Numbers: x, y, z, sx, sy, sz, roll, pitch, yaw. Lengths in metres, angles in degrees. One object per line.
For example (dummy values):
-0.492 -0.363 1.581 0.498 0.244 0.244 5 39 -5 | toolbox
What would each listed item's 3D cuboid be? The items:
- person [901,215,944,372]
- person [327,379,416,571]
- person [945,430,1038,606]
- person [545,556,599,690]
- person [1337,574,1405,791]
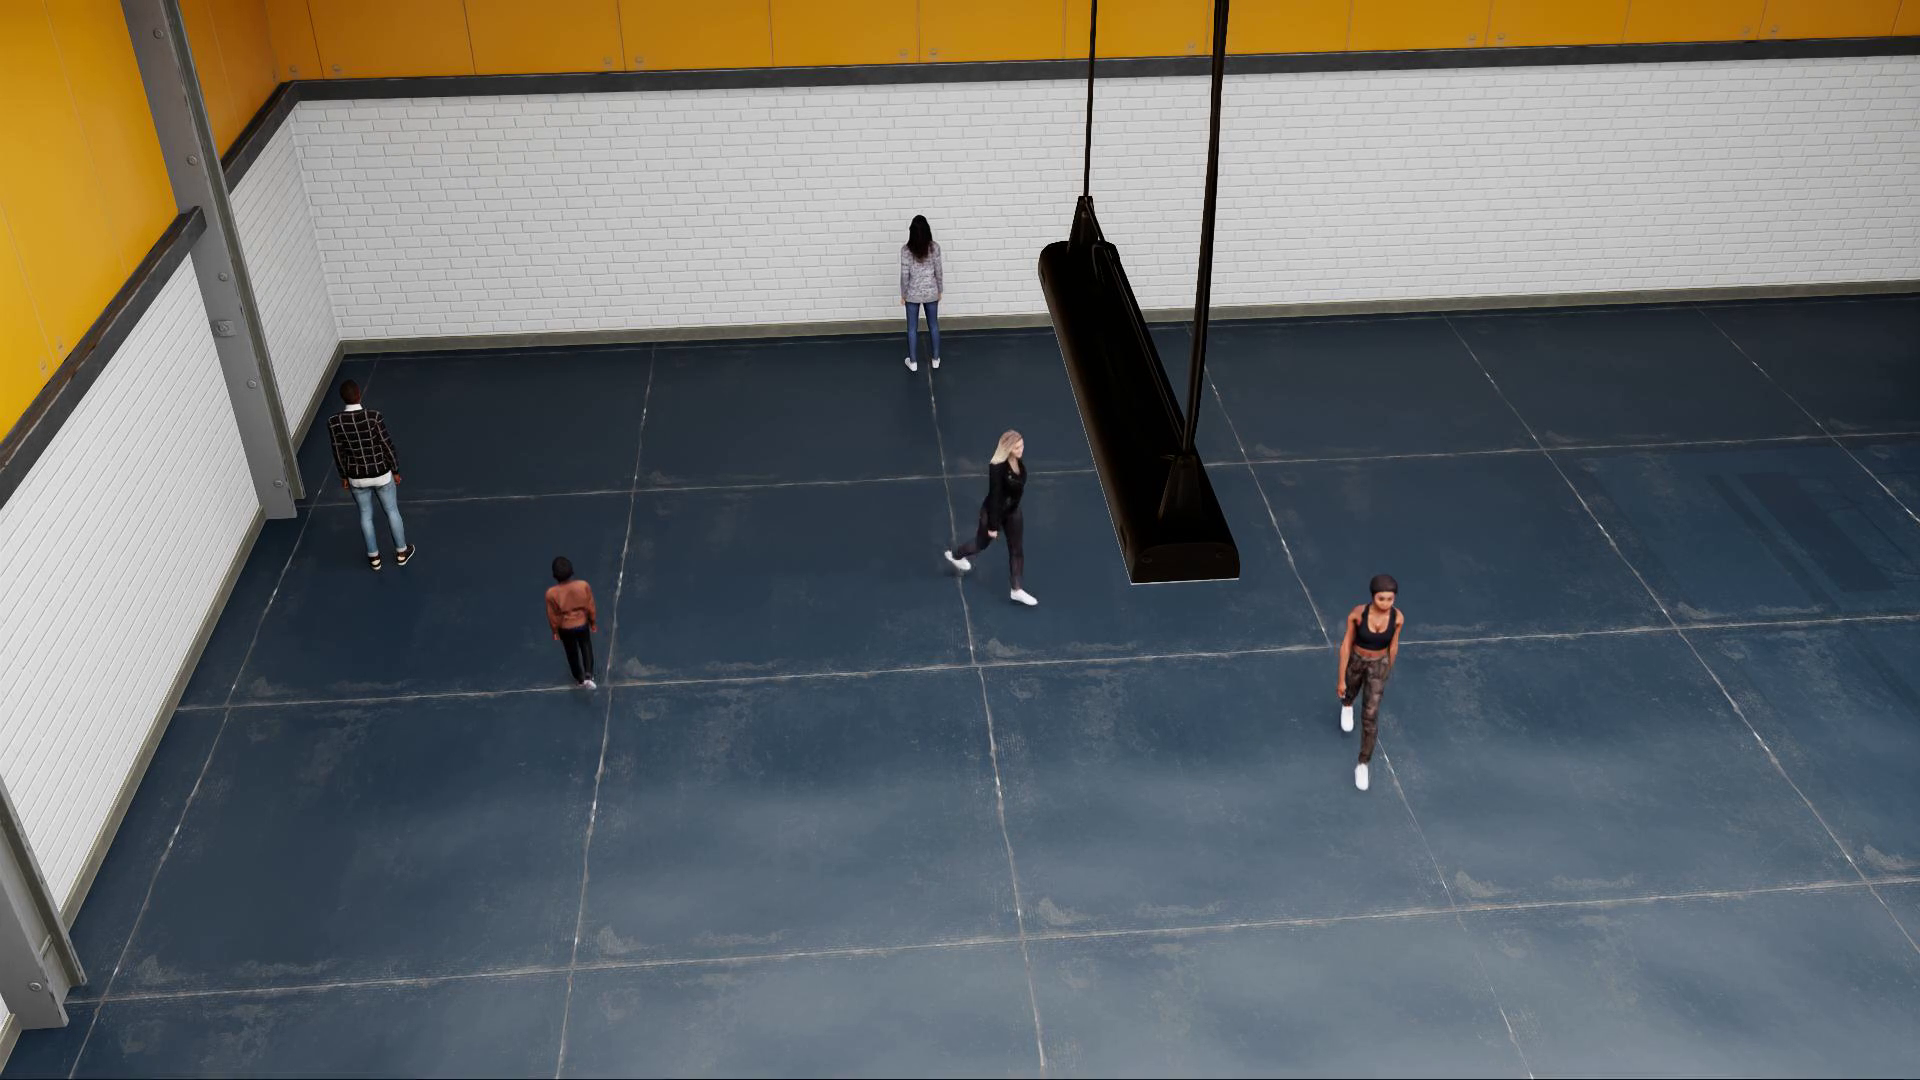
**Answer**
-0.411 -2.623 17.629 0.631 1.733 0.554 -7 34 -10 | person
-5.142 -0.571 14.463 0.689 1.821 0.603 -8 34 -11 | person
0.259 -0.242 14.140 1.166 1.630 1.160 21 39 28 | person
-3.035 0.686 13.088 0.654 1.249 0.762 -14 36 -21 | person
3.000 0.915 12.377 0.801 1.654 1.222 6 34 8 | person
